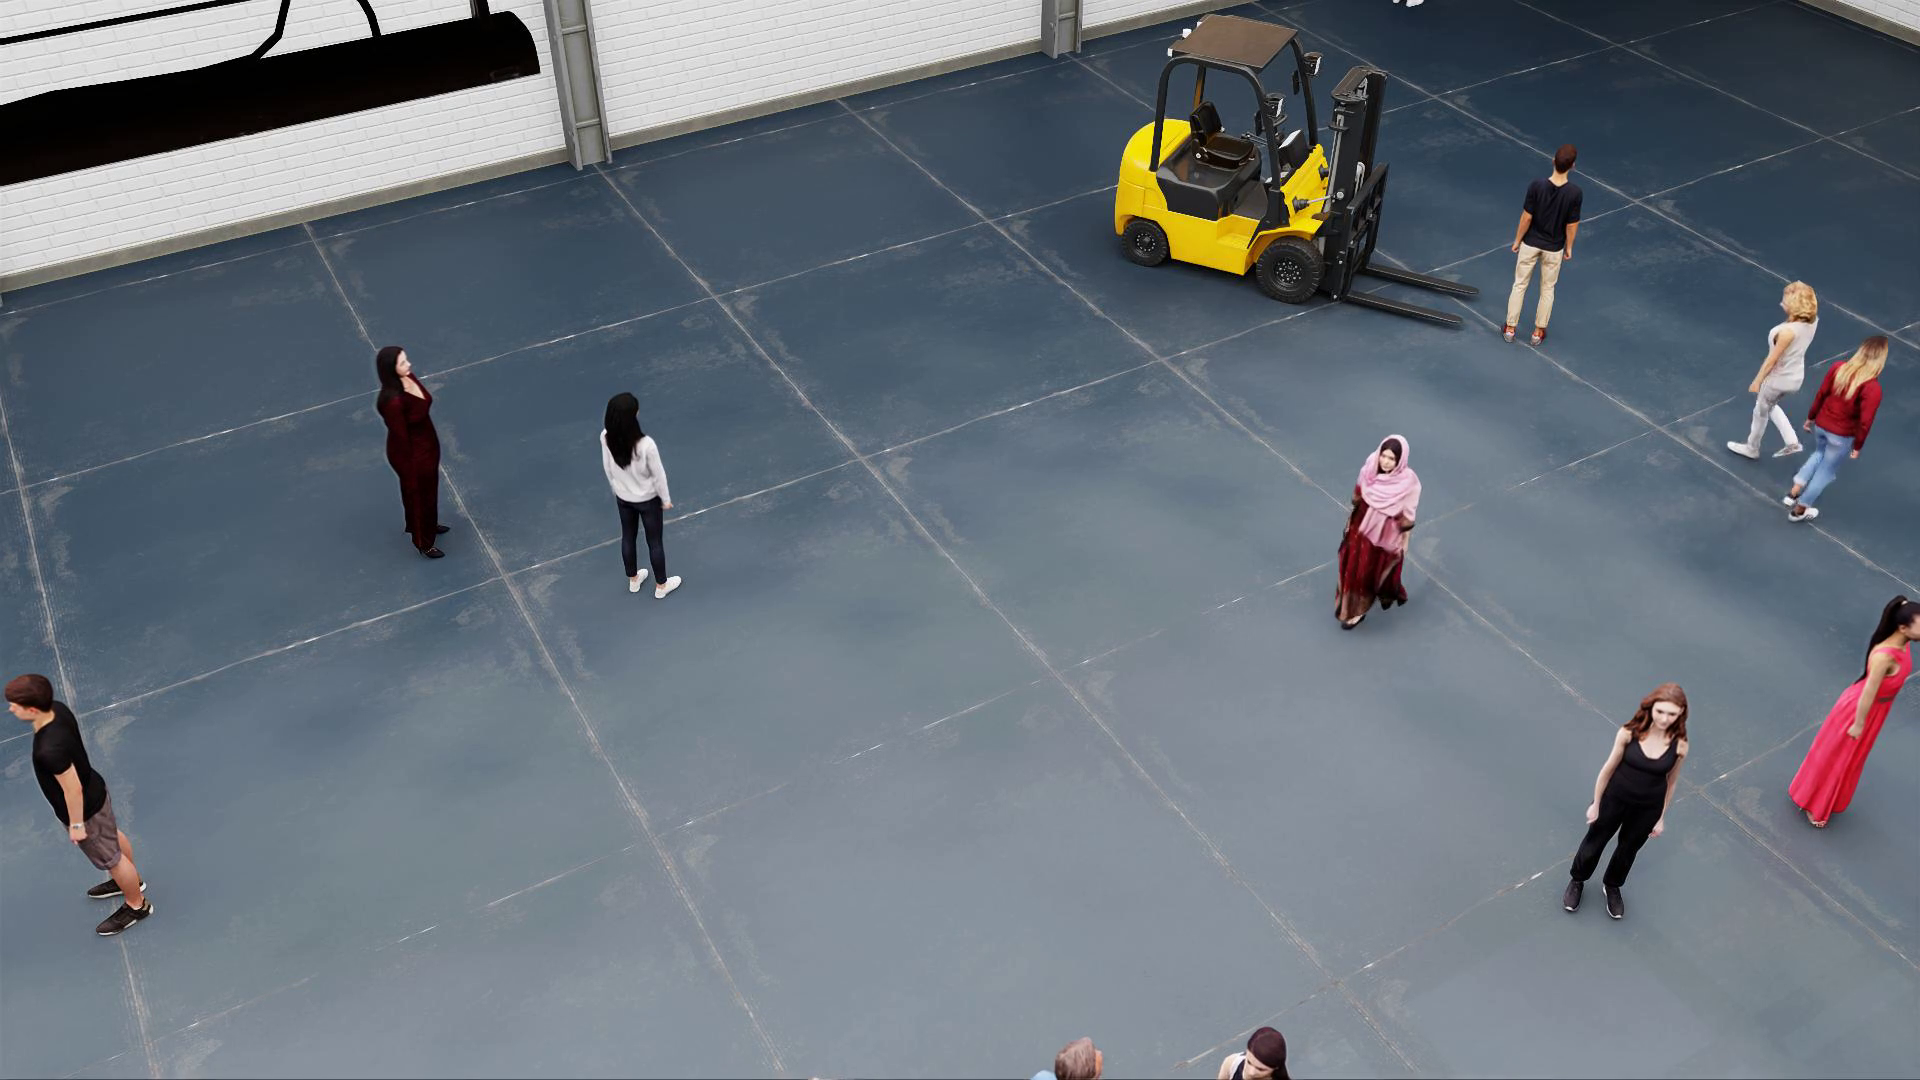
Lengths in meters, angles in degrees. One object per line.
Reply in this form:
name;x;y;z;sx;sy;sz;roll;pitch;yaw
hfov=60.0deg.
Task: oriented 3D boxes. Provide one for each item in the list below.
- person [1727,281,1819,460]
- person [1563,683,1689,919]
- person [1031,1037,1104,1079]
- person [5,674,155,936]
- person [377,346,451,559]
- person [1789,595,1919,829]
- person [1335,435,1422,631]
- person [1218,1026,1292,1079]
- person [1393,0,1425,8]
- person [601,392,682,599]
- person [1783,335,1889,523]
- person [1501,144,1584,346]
person;6.501;-1.248;13.015;0.788;1.641;0.791;-27;46;-30
person;3.837;1.477;9.517;0.652;1.748;0.717;8;39;10
person;0.509;2.901;7.676;0.713;1.820;0.662;31;48;33
person;-4.989;1.466;9.440;0.569;1.862;0.662;-19;42;-22
person;-4.017;-0.666;12.194;0.761;1.756;0.760;-4;39;-5
person;5.478;1.038;10.084;0.732;1.726;0.596;31;48;33
person;2.943;-0.088;11.574;0.772;1.626;0.855;29;47;32
person;1.362;2.845;7.883;0.631;1.649;0.649;20;43;23
person;5.733;-7.612;20.920;0.586;1.721;0.636;-30;48;-32
person;-2.297;-0.321;11.807;0.704;1.700;0.744;13;40;16
person;6.507;-0.792;12.466;0.591;1.614;0.639;-16;41;-20
person;5.079;-2.566;14.492;0.712;1.857;0.758;11;40;14
